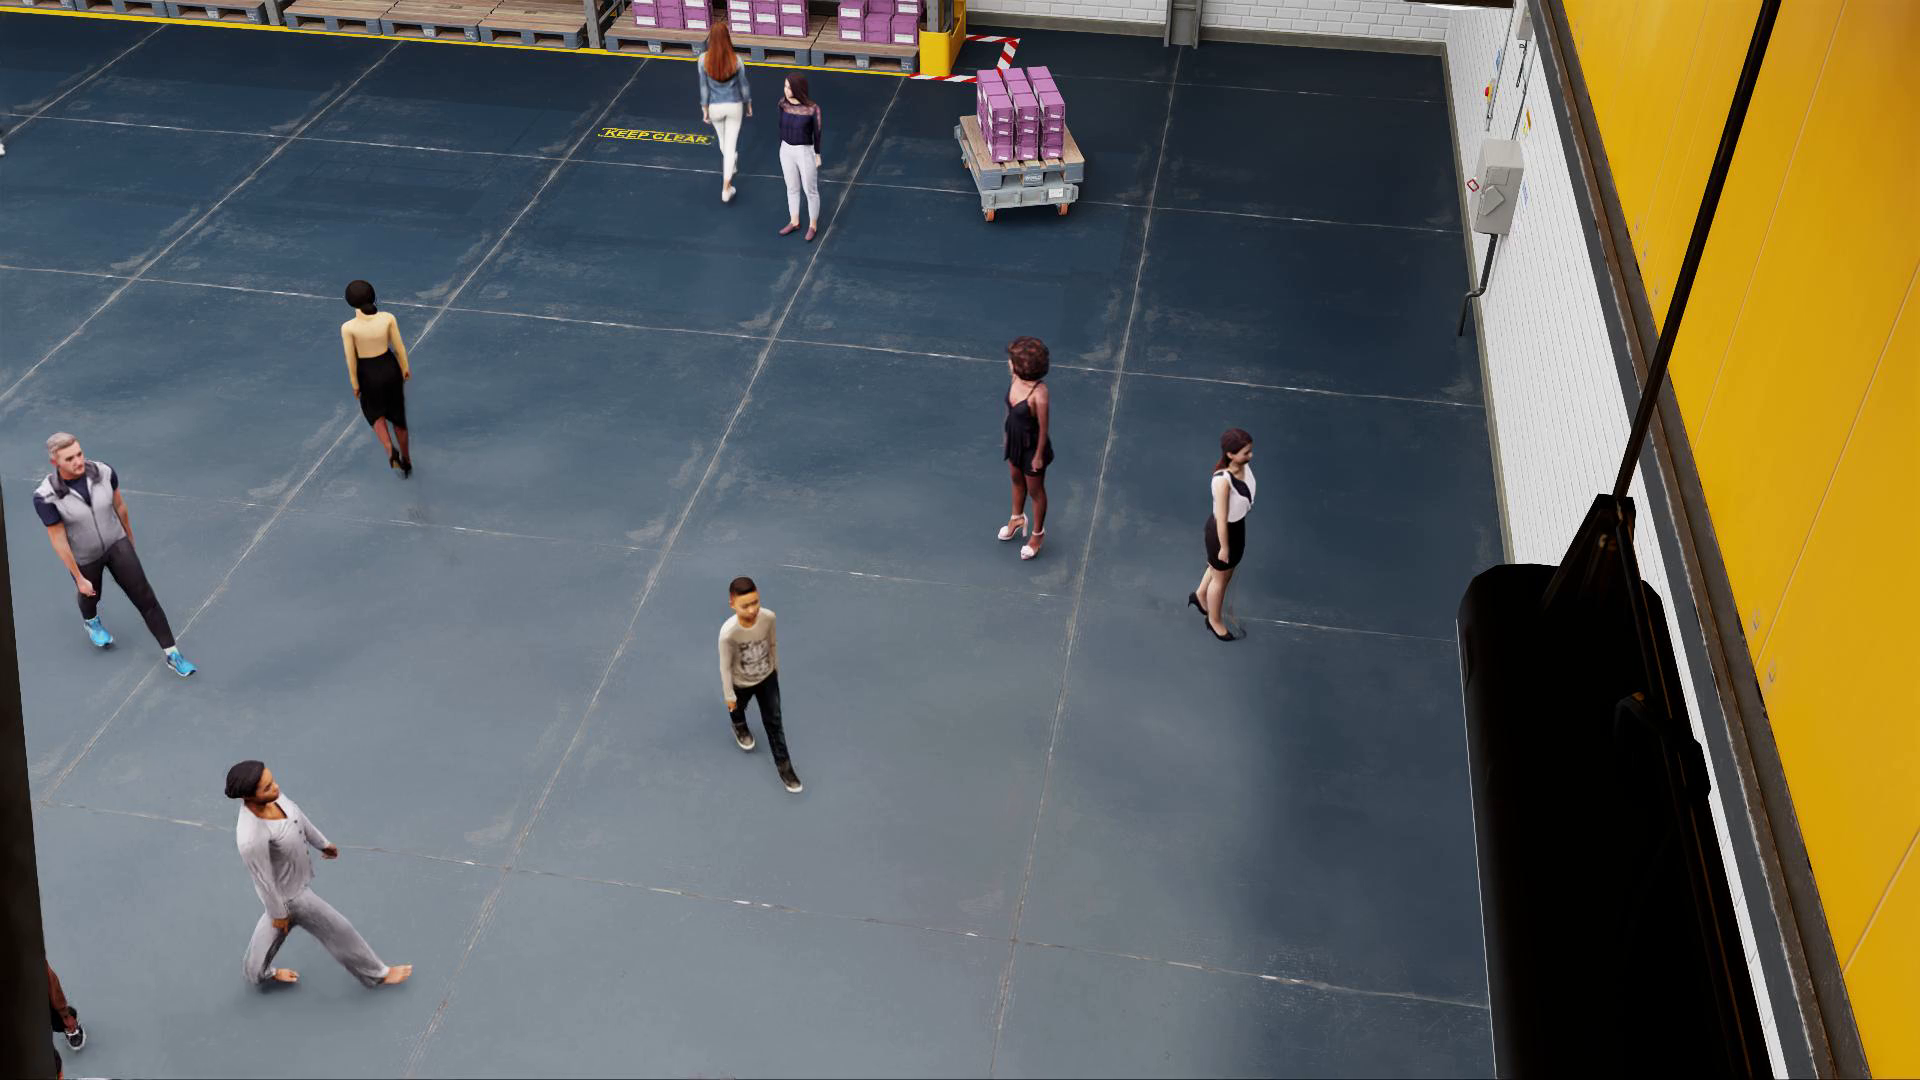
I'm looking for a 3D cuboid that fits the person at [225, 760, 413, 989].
[{"bbox_3d":[-3.558,1.765,8.586,1.214,1.703,0.927,-6,39,-8],"label":"person"}]

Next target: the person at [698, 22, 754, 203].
[{"bbox_3d":[-2.254,-4.051,15.907,1.062,1.654,0.757,3,39,3],"label":"person"}]

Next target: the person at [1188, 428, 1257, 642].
[{"bbox_3d":[1.715,-0.057,10.912,0.654,1.647,0.630,14,41,17],"label":"person"}]

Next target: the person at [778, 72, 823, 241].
[{"bbox_3d":[-1.483,-3.532,15.296,0.569,1.607,0.717,18,42,21],"label":"person"}]

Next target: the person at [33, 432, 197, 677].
[{"bbox_3d":[-5.582,0.067,10.653,1.348,1.777,1.110,27,46,29],"label":"person"}]

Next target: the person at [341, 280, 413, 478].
[{"bbox_3d":[-4.256,-1.142,12.271,0.729,1.646,0.794,-21,43,-24],"label":"person"}]

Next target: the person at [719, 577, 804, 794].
[{"bbox_3d":[-1.294,0.787,10.032,0.986,1.427,1.012,-21,43,-24],"label":"person"}]

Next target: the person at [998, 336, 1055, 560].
[{"bbox_3d":[0.475,-0.655,11.549,0.733,1.787,0.680,-21,43,-24],"label":"person"}]
